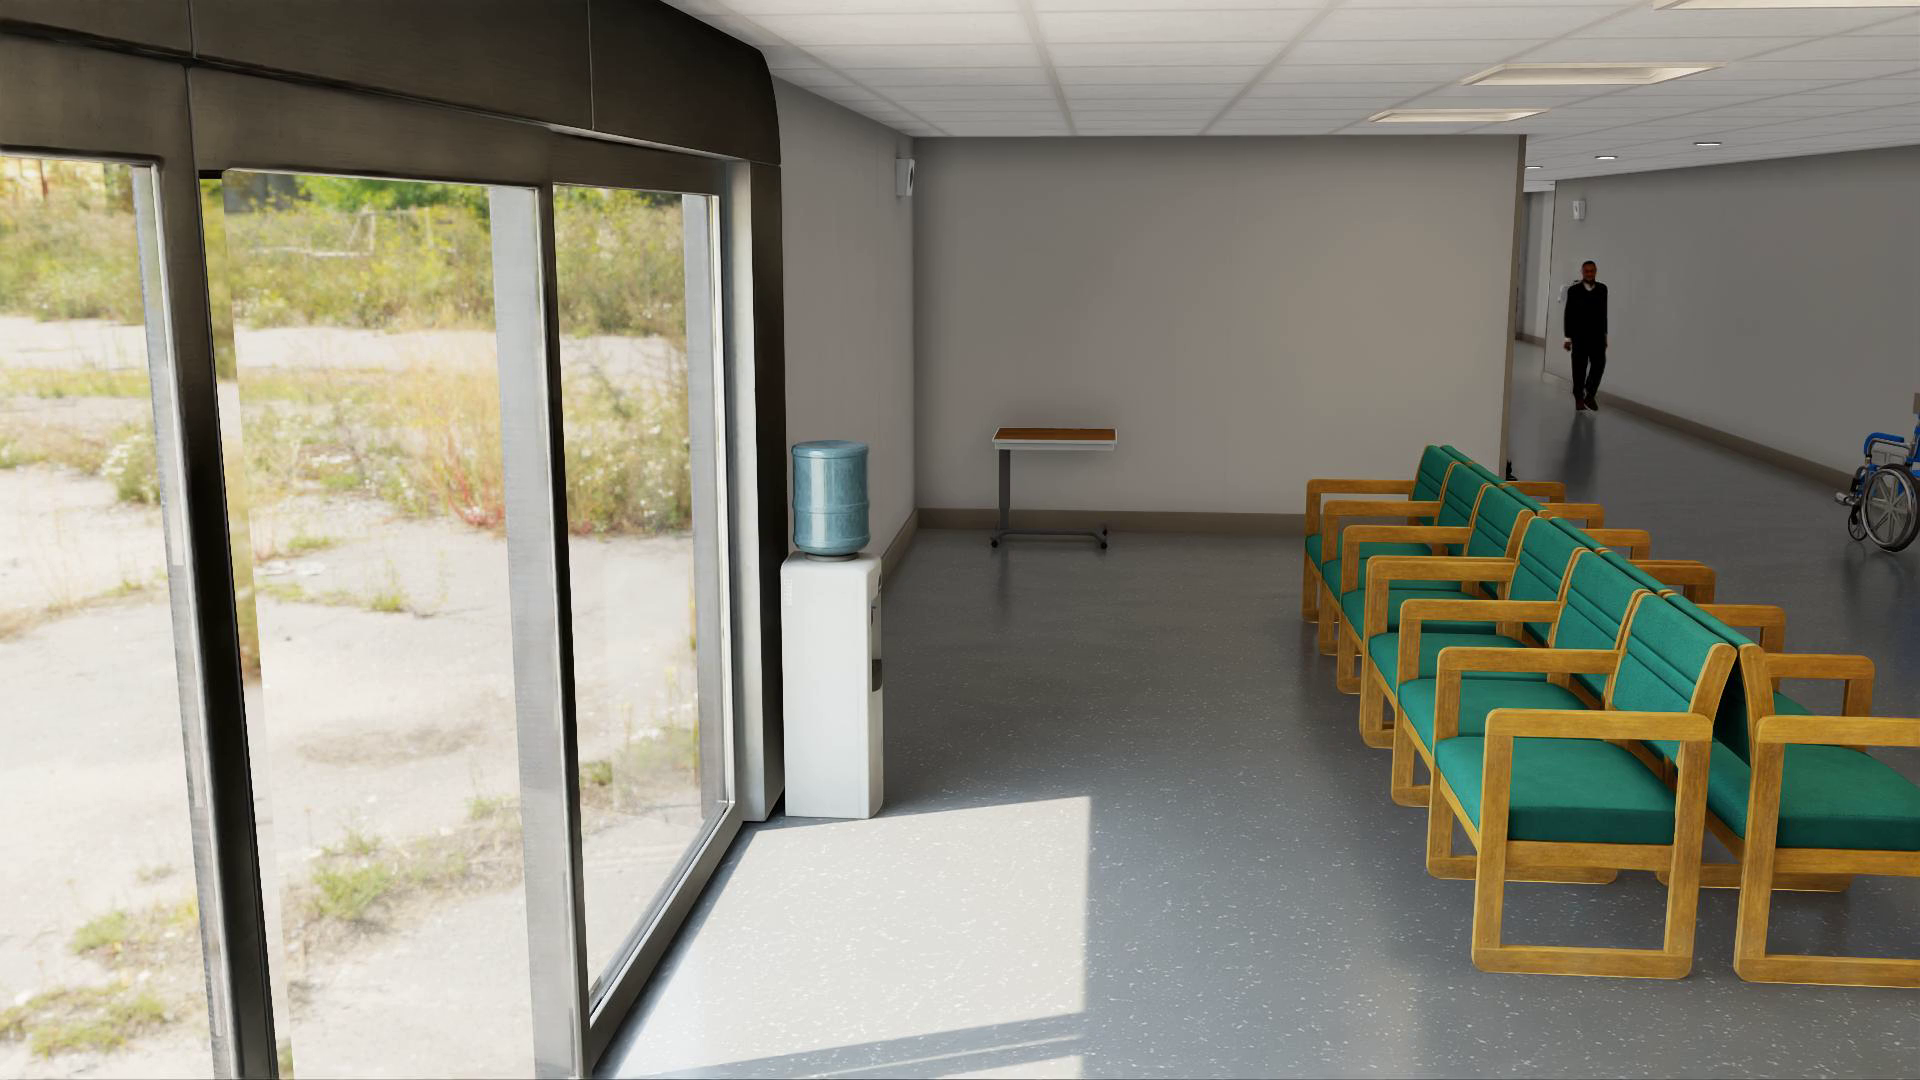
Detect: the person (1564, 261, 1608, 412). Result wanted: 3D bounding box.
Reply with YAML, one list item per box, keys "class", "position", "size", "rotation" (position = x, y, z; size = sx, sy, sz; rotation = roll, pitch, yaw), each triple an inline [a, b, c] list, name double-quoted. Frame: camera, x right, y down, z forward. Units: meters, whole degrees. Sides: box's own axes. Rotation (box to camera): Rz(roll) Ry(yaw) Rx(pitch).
- class: "person"
  position: [7.916, -2.576, 21.075]
  size: [0.615, 1.886, 0.790]
  rotation: [1, 11, 7]
